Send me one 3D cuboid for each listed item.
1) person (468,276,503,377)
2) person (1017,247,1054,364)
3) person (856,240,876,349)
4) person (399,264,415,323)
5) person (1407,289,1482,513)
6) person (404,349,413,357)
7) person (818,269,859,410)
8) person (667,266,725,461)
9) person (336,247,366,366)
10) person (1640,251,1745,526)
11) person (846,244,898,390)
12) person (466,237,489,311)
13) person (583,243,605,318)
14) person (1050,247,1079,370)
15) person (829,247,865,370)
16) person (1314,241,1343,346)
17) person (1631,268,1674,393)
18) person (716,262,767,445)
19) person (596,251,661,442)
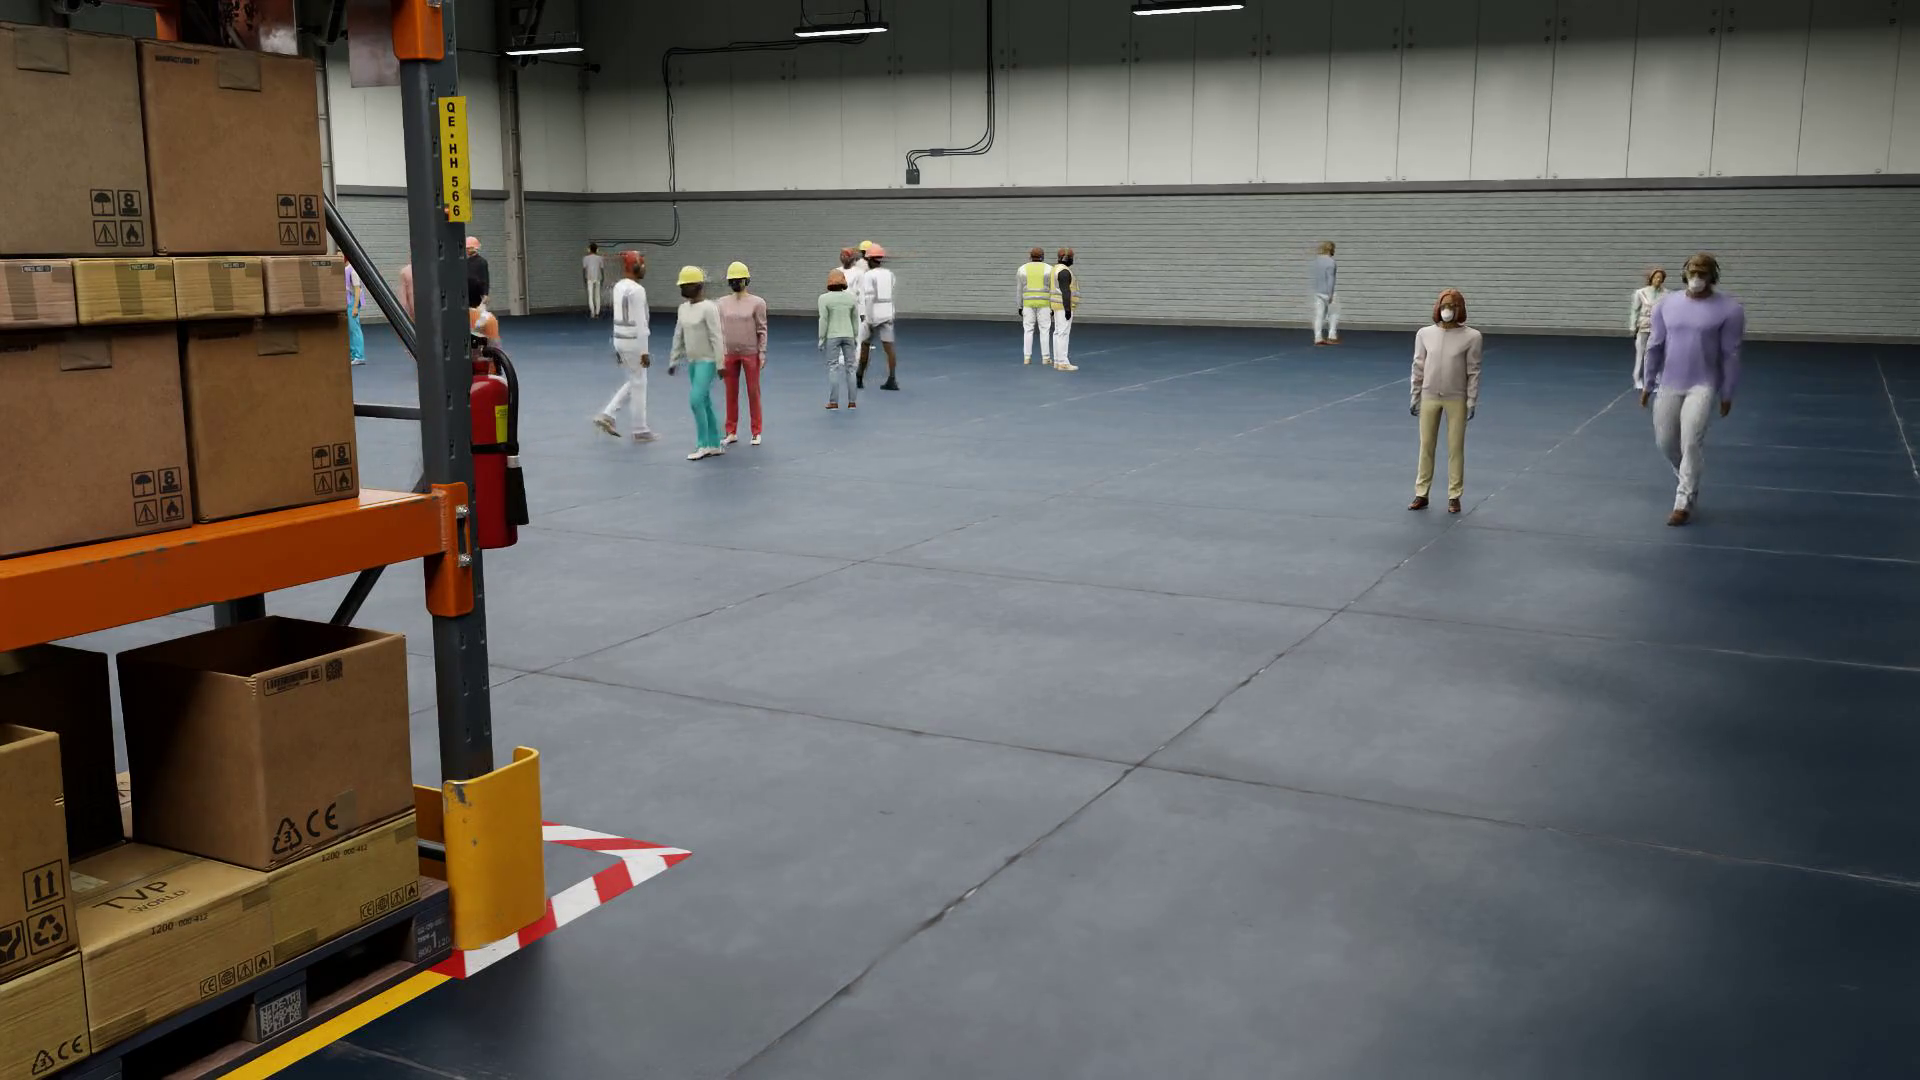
[{"bbox_3d":[-4.127,-1.387,14.084,0.543,1.689,0.398,4,11,21],"label":"person"},{"bbox_3d":[1.213,-3.684,26.177,0.631,1.843,0.429,2,11,9],"label":"person"},{"bbox_3d":[-1.675,-4.362,29.639,0.381,1.924,0.594,-2,11,-9],"label":"person"},{"bbox_3d":[-8.143,-3.524,25.266,0.653,1.862,1.013,-1,10,-5],"label":"person"},{"bbox_3d":[3.549,-1.018,12.196,0.499,1.636,0.286,6,12,29],"label":"person"},{"bbox_3d":[-8.670,-3.884,27.415,0.968,1.786,0.648,-2,11,-12],"label":"person"},{"bbox_3d":[-1.409,-2.327,19.345,0.498,1.633,0.284,-4,11,-23],"label":"person"},{"bbox_3d":[-2.400,-1.591,15.041,0.643,1.745,0.540,-9,14,-41],"label":"person"},{"bbox_3d":[-9.501,-3.647,25.960,0.374,1.843,0.569,-8,13,-38],"label":"person"},{"bbox_3d":[5.206,-1.086,11.816,0.636,1.919,0.785,9,14,41],"label":"person"},{"bbox_3d":[-1.145,-2.933,21.919,0.548,1.891,0.948,-9,14,-42],"label":"person"},{"bbox_3d":[-8.615,-4.377,29.539,0.622,1.992,0.396,8,13,38],"label":"person"},{"bbox_3d":[-8.977,-6.360,40.788,0.517,1.840,0.750,-3,11,-17],"label":"person"},{"bbox_3d":[1.576,-3.473,25.026,0.429,1.844,0.627,-2,11,-9],"label":"person"},{"bbox_3d":[-1.696,-3.520,25.287,0.574,1.846,0.970,7,13,35],"label":"person"},{"bbox_3d":[6.799,-4.504,30.463,0.649,1.918,0.633,-4,11,-20],"label":"person"},{"bbox_3d":[8.995,-2.736,21.643,0.523,1.599,0.847,2,11,12],"label":"person"},{"bbox_3d":[-2.123,-1.796,16.092,0.531,1.768,0.311,2,11,12],"label":"person"},{"bbox_3d":[-3.249,-1.879,16.247,0.522,1.875,0.592,-6,12,-30],"label":"person"}]
